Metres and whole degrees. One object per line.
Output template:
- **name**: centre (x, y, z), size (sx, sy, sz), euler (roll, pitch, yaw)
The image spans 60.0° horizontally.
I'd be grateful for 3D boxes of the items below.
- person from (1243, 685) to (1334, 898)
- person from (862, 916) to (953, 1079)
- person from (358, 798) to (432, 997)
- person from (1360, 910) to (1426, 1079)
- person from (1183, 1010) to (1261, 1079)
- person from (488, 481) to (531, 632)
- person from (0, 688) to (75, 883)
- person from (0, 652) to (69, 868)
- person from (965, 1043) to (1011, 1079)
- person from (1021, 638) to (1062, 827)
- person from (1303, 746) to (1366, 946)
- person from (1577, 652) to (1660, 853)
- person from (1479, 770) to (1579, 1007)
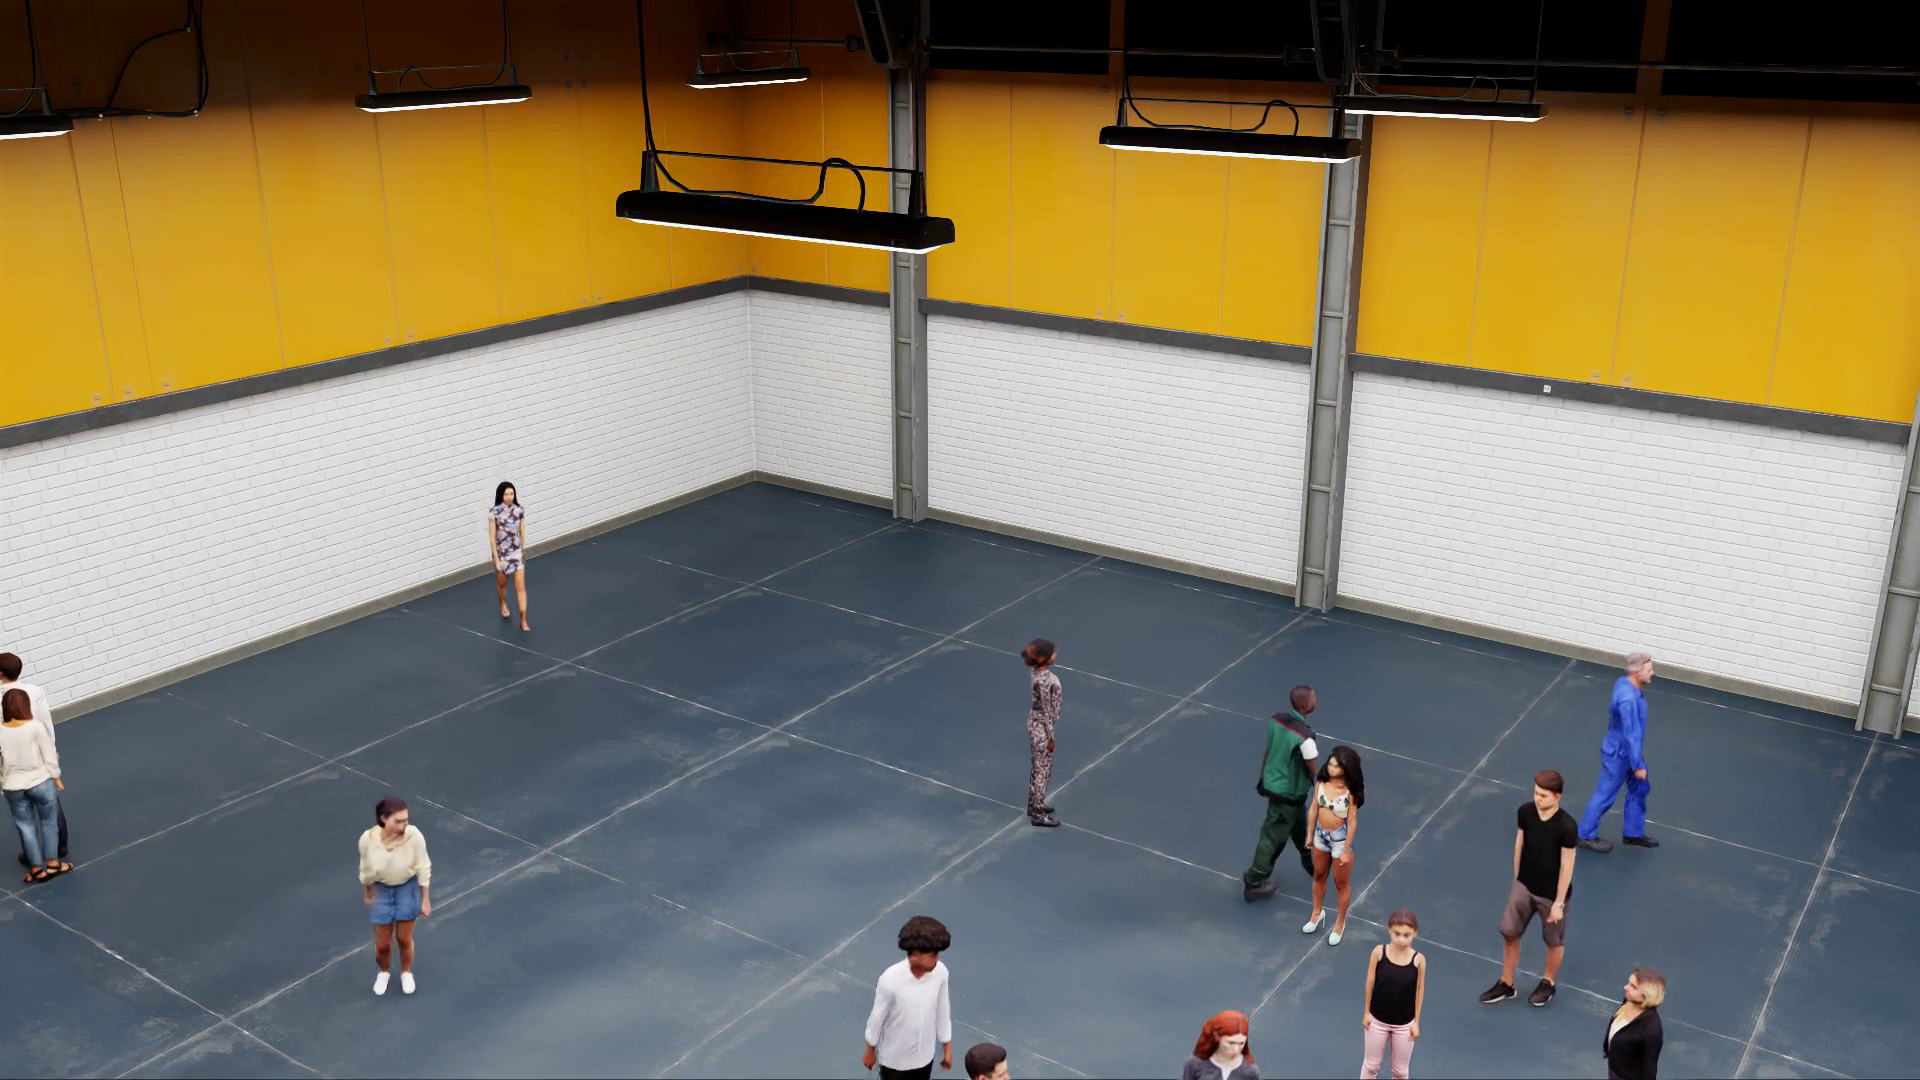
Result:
- **person**: centre (2.525, 2.046, 13.236), size (1.154, 1.792, 1.165), euler (-6, 19, -17)
- **person**: centre (-0.373, 3.082, 10.184), size (0.811, 1.776, 0.828), euler (-5, 19, -16)
- **person**: centre (-4.092, 2.564, 12.010), size (0.774, 1.592, 0.822), euler (0, 19, -1)
- **person**: centre (2.746, 3.056, 10.593), size (0.550, 1.564, 0.652), euler (5, 19, 14)
- **person**: centre (1.436, 3.359, 9.387), size (0.636, 1.760, 0.765), euler (4, 19, 12)
- **person**: centre (-5.183, 0.168, 18.979), size (0.974, 1.685, 1.223), euler (-9, 21, -25)
- **person**: centre (-7.595, 2.005, 13.549), size (0.710, 1.670, 0.809), euler (-3, 19, -8)
- **person**: centre (-7.772, 1.808, 13.818), size (0.582, 1.871, 0.698), euler (17, 25, 41)
- **person**: centre (0.082, 3.481, 8.878), size (0.673, 1.853, 0.741), euler (6, 20, 18)
- **person**: centre (0.712, 1.660, 14.503), size (0.740, 1.715, 0.685), euler (-2, 19, -6)
- **person**: centre (2.856, 2.312, 12.704), size (0.666, 1.626, 0.554), euler (-16, 24, -40)
- **person**: centre (5.464, 1.787, 13.986), size (0.924, 1.804, 0.795), euler (10, 21, 27)
- **person**: centre (4.240, 2.472, 11.898), size (0.879, 1.839, 0.882), euler (-15, 24, -38)
